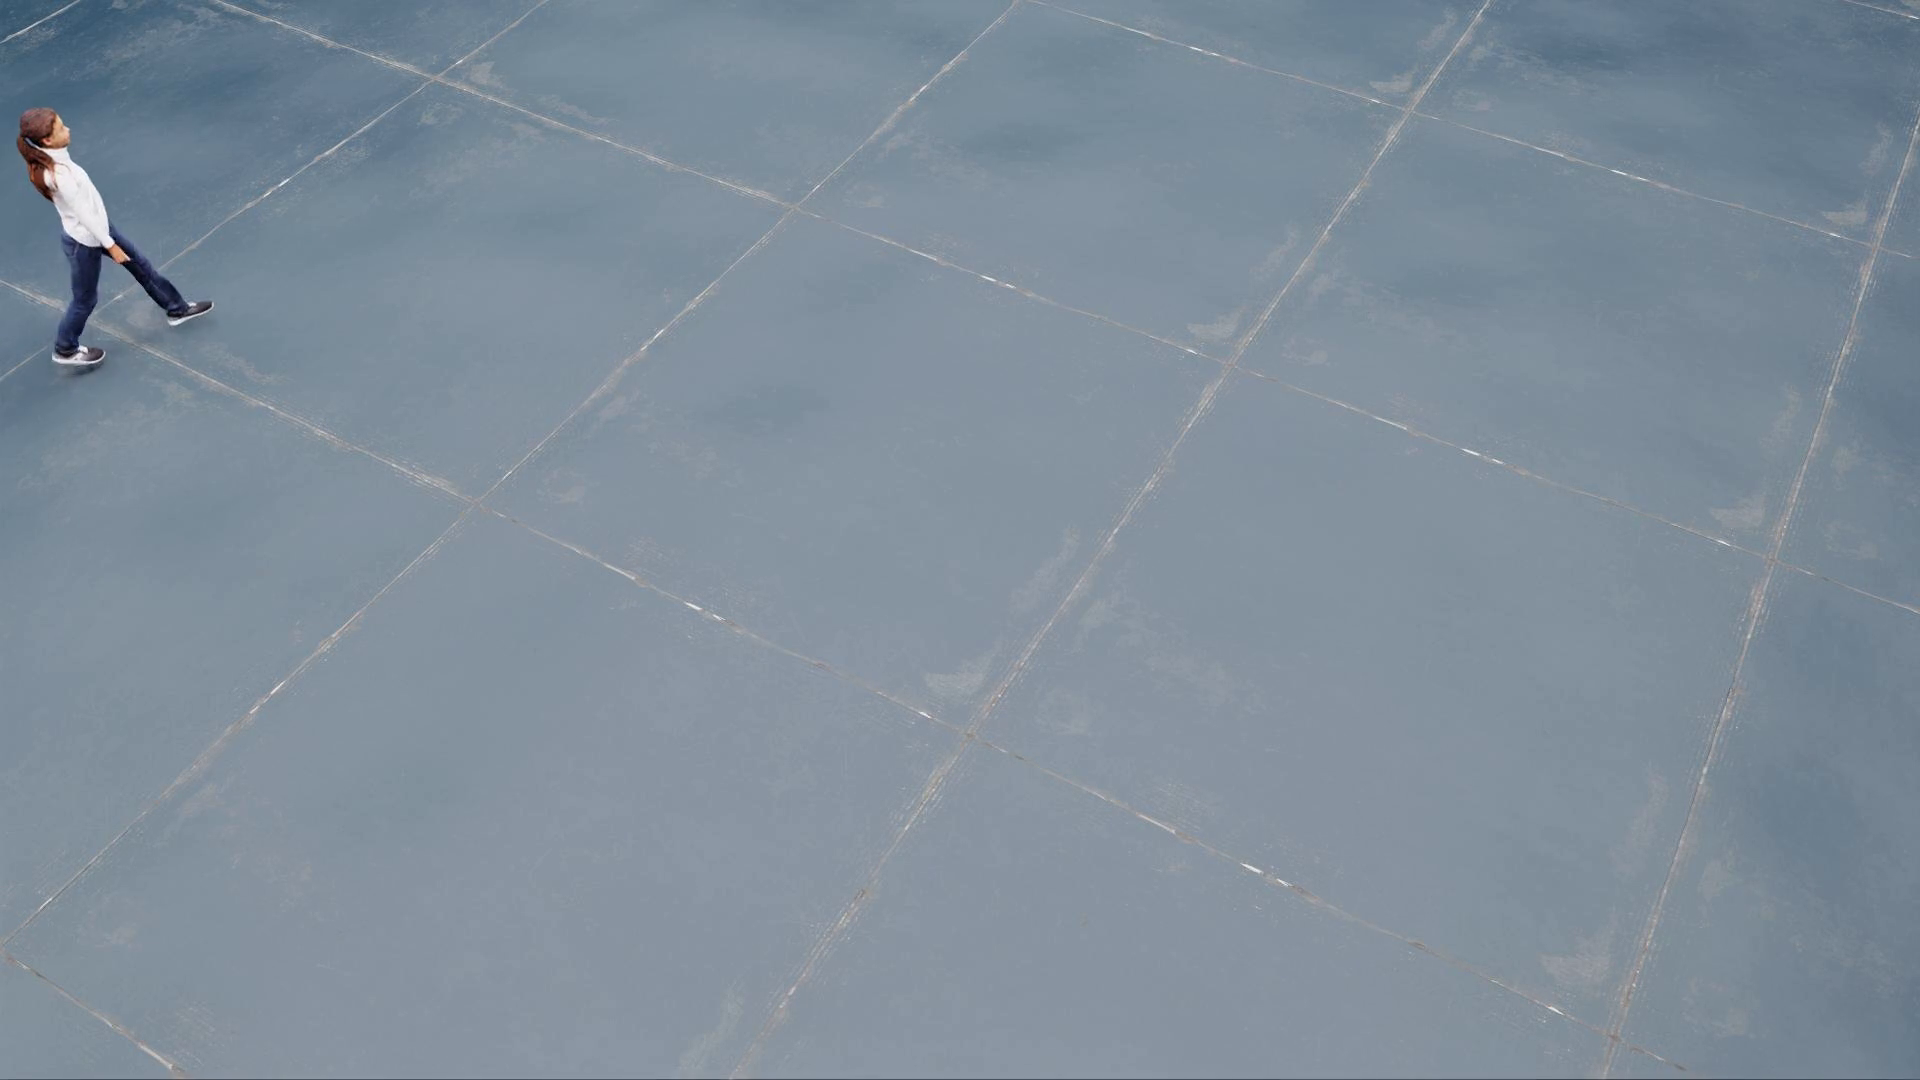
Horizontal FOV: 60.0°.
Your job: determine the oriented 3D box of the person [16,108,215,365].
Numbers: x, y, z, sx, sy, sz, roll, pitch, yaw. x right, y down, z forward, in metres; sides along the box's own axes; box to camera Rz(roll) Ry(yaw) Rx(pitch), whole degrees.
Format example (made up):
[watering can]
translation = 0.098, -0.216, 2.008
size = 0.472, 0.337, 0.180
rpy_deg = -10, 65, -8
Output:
[person]
translation = -4.811, -1.599, 9.015
size = 0.982, 1.513, 1.105
rpy_deg = -23, 51, -20
